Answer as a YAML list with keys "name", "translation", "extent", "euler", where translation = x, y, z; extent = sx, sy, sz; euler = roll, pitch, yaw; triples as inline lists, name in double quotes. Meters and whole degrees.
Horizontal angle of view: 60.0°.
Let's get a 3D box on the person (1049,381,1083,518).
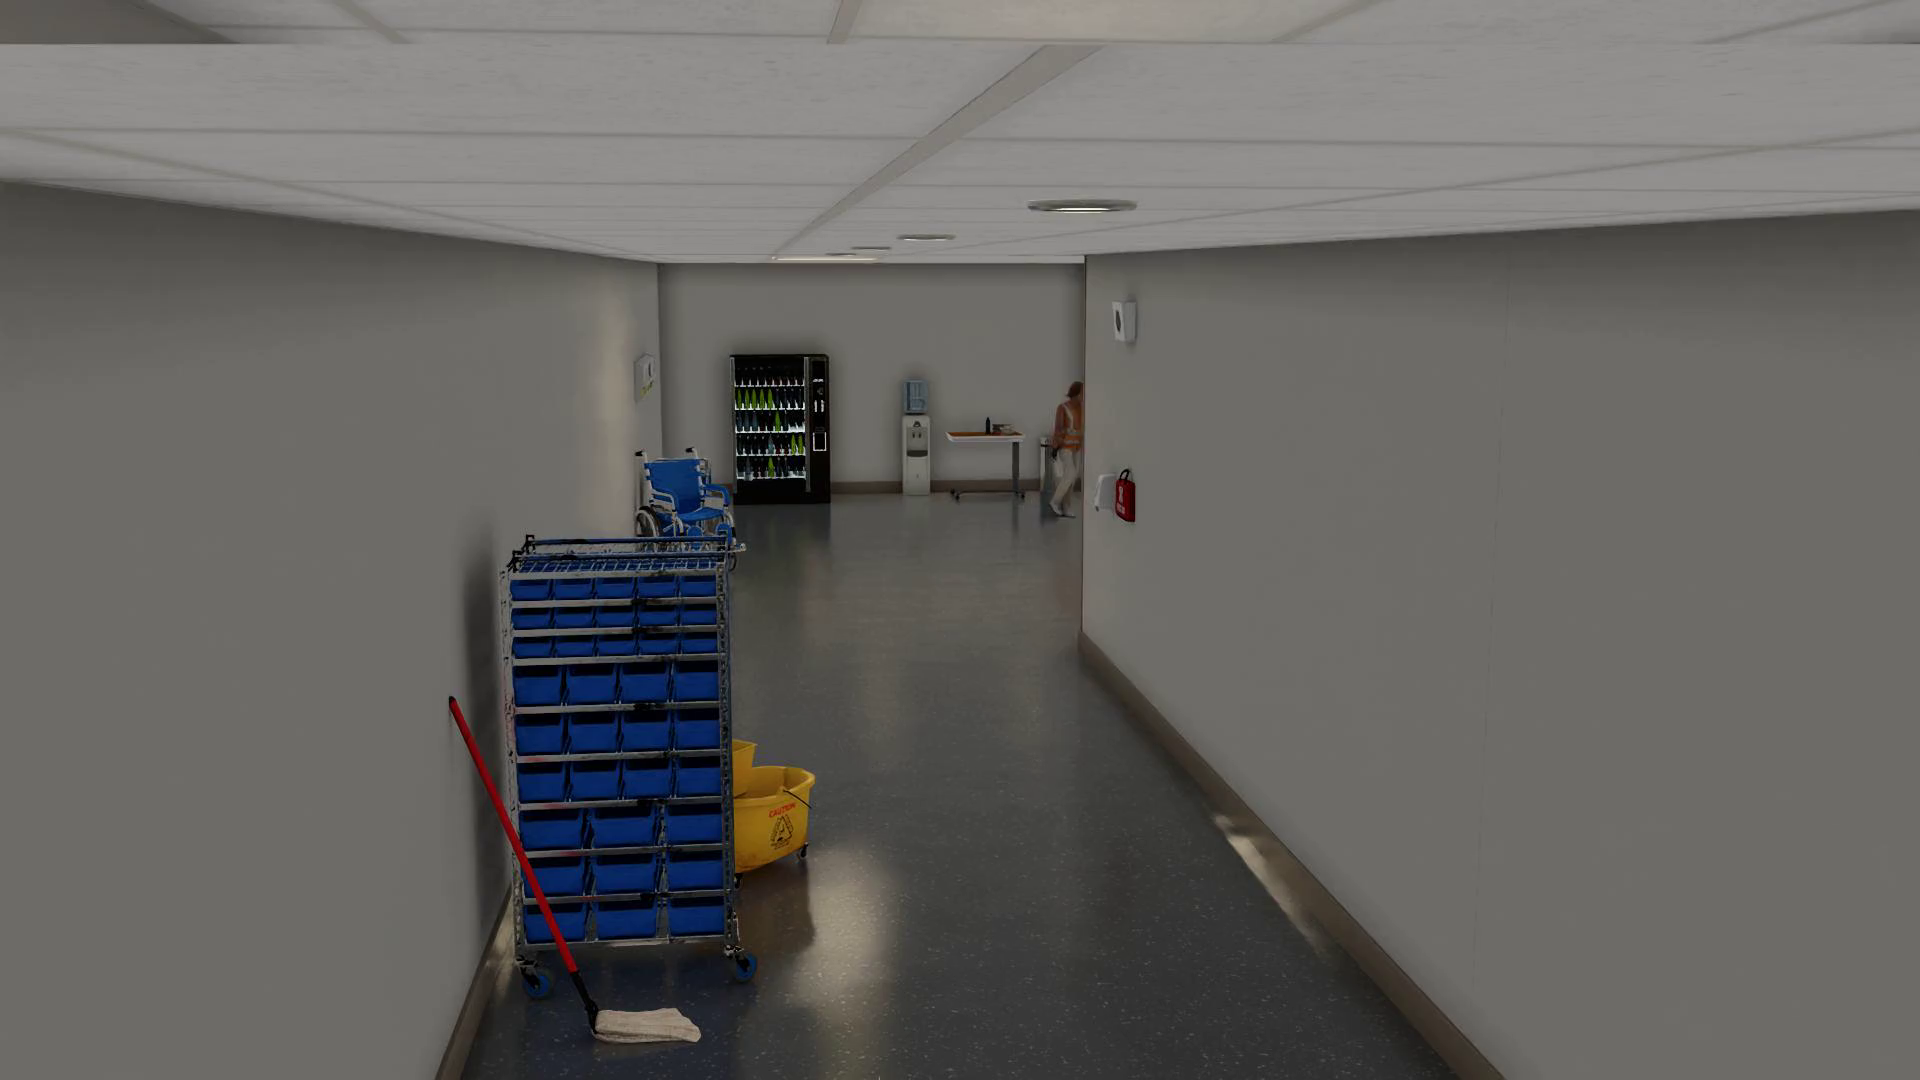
- name: "person"
  translation: [1.327, -1.066, 19.674]
  extent: [0.546, 1.613, 0.367]
  euler: [-9, 12, -43]
